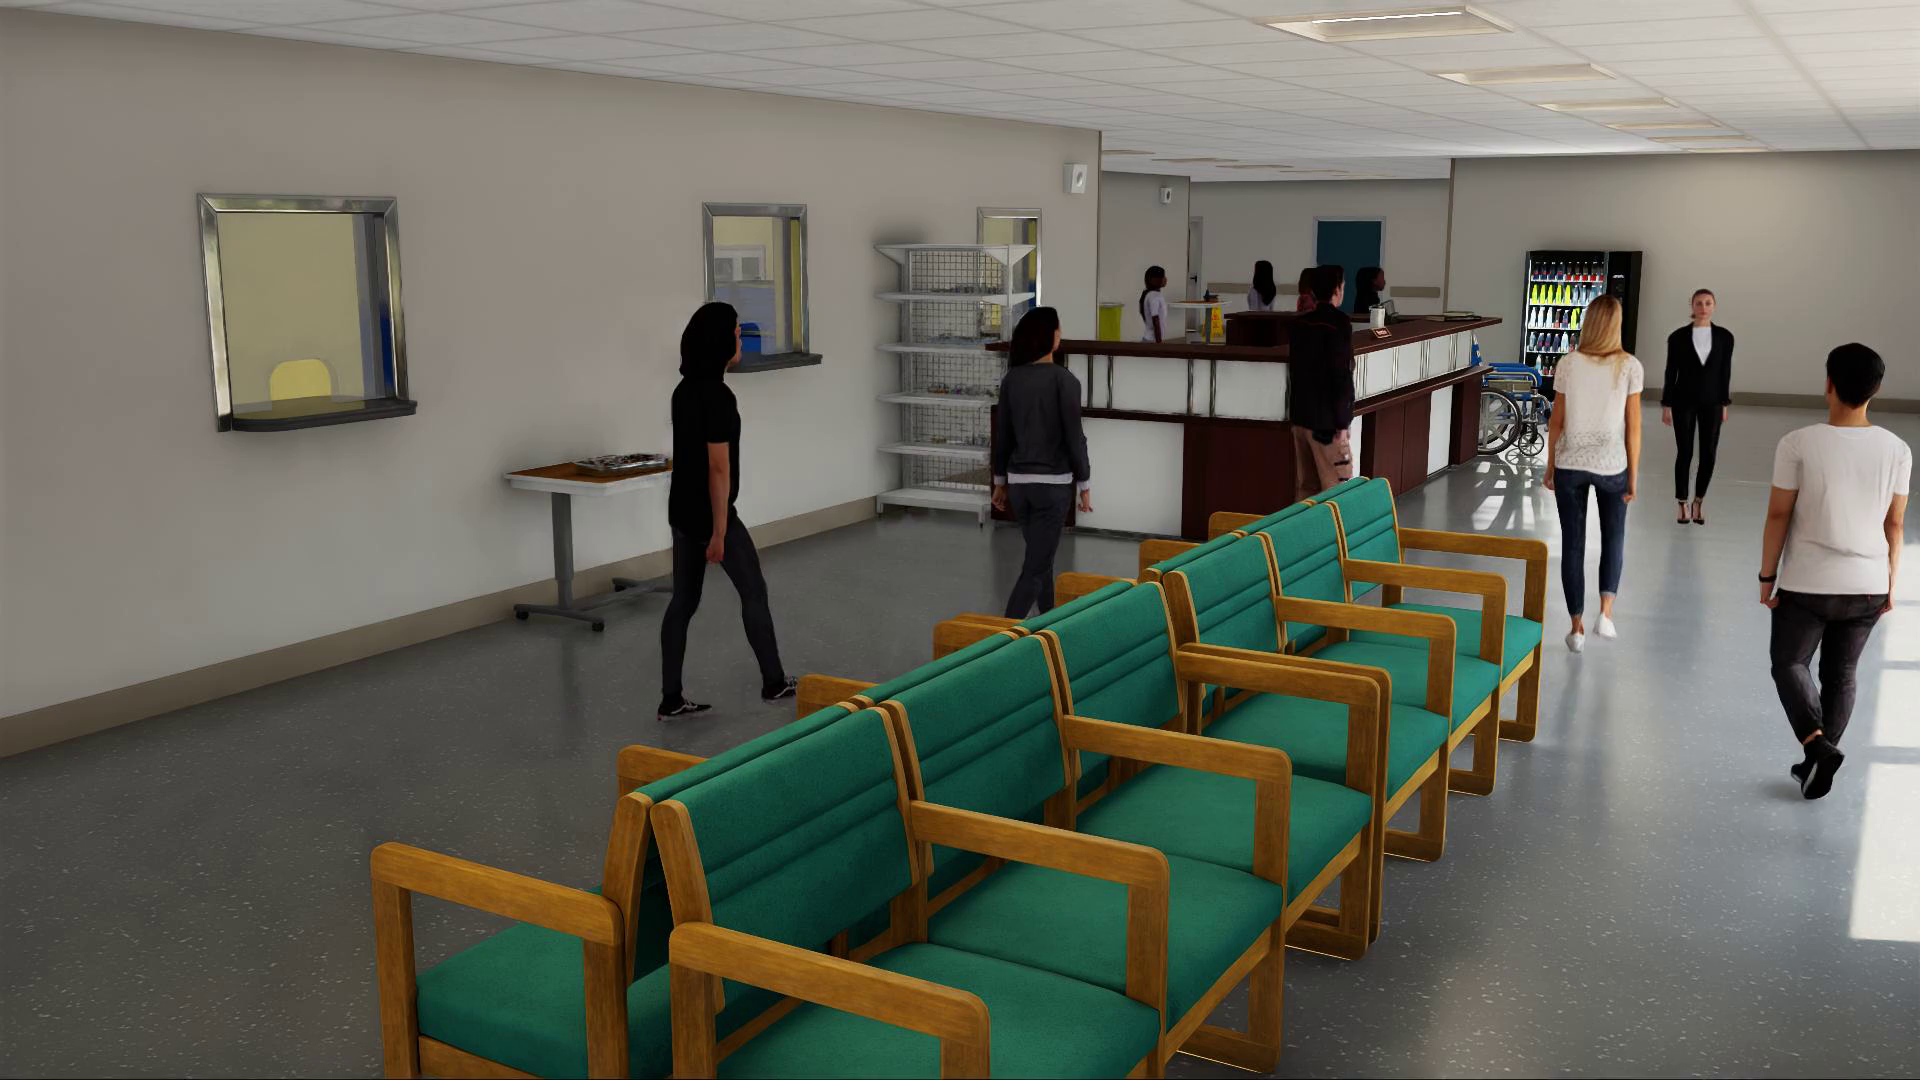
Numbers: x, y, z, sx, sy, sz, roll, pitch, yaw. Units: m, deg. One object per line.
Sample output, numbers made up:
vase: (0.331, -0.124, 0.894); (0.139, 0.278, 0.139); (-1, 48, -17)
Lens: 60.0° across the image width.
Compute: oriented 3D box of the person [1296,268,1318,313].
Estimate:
person: (3.594, -2.047, 17.764); (0.713, 1.693, 0.715); (2, 11, 10)

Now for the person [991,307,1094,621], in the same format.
person: (0.339, -0.220, 8.049); (1.101, 1.725, 0.790); (8, 13, 37)

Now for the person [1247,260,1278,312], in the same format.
person: (3.708, -2.461, 19.957); (0.951, 1.690, 1.231); (-7, 13, -34)

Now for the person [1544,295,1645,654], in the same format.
person: (3.160, -0.310, 8.327); (0.586, 1.799, 0.708); (3, 11, 17)

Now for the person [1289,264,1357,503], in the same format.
person: (2.089, -0.671, 9.917); (0.994, 1.915, 0.973); (-6, 12, -29)

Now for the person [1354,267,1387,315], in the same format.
person: (4.125, -1.912, 17.084); (1.269, 1.682, 0.913); (2, 11, 9)

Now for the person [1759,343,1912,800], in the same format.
person: (3.194, 0.150, 6.067); (0.909, 1.706, 0.849); (2, 11, 13)

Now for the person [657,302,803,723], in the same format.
person: (-1.171, -0.096, 7.144); (0.908, 1.808, 1.008); (-9, 14, -39)

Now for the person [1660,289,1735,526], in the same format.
person: (5.284, -0.942, 11.952); (0.632, 1.689, 0.755); (3, 11, 17)

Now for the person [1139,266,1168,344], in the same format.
person: (1.999, -2.049, 17.807); (1.203, 1.681, 0.847); (2, 11, 12)
